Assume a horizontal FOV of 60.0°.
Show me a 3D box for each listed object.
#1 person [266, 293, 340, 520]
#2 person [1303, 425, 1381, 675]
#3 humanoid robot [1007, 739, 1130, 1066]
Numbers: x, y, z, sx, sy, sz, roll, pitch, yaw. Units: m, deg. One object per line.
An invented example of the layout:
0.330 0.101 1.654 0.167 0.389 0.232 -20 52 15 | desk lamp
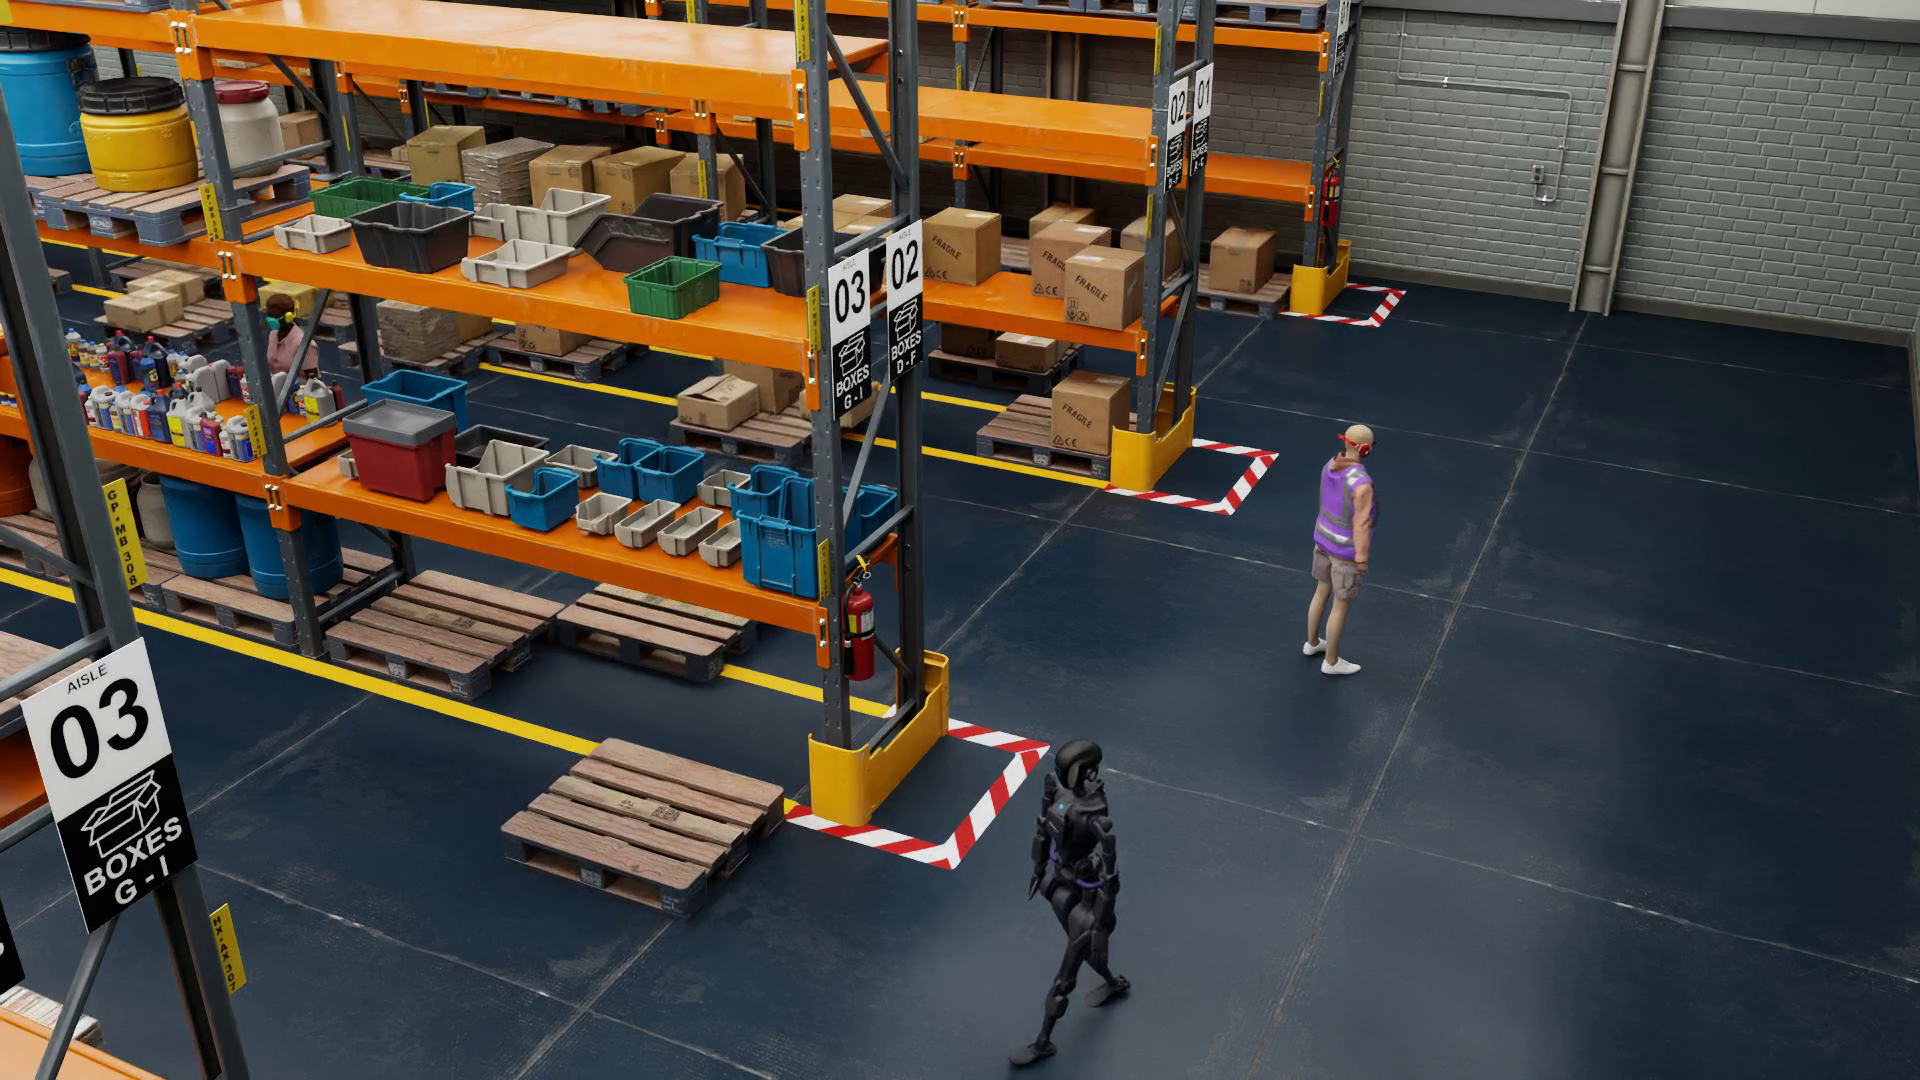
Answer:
-5.003 -1.017 12.651 0.512 1.795 0.336 15 30 28 | person
2.431 0.059 10.585 0.347 1.687 0.489 -9 28 -18 | person
0.525 1.589 7.548 0.786 1.624 0.607 -16 30 -29 | humanoid robot
